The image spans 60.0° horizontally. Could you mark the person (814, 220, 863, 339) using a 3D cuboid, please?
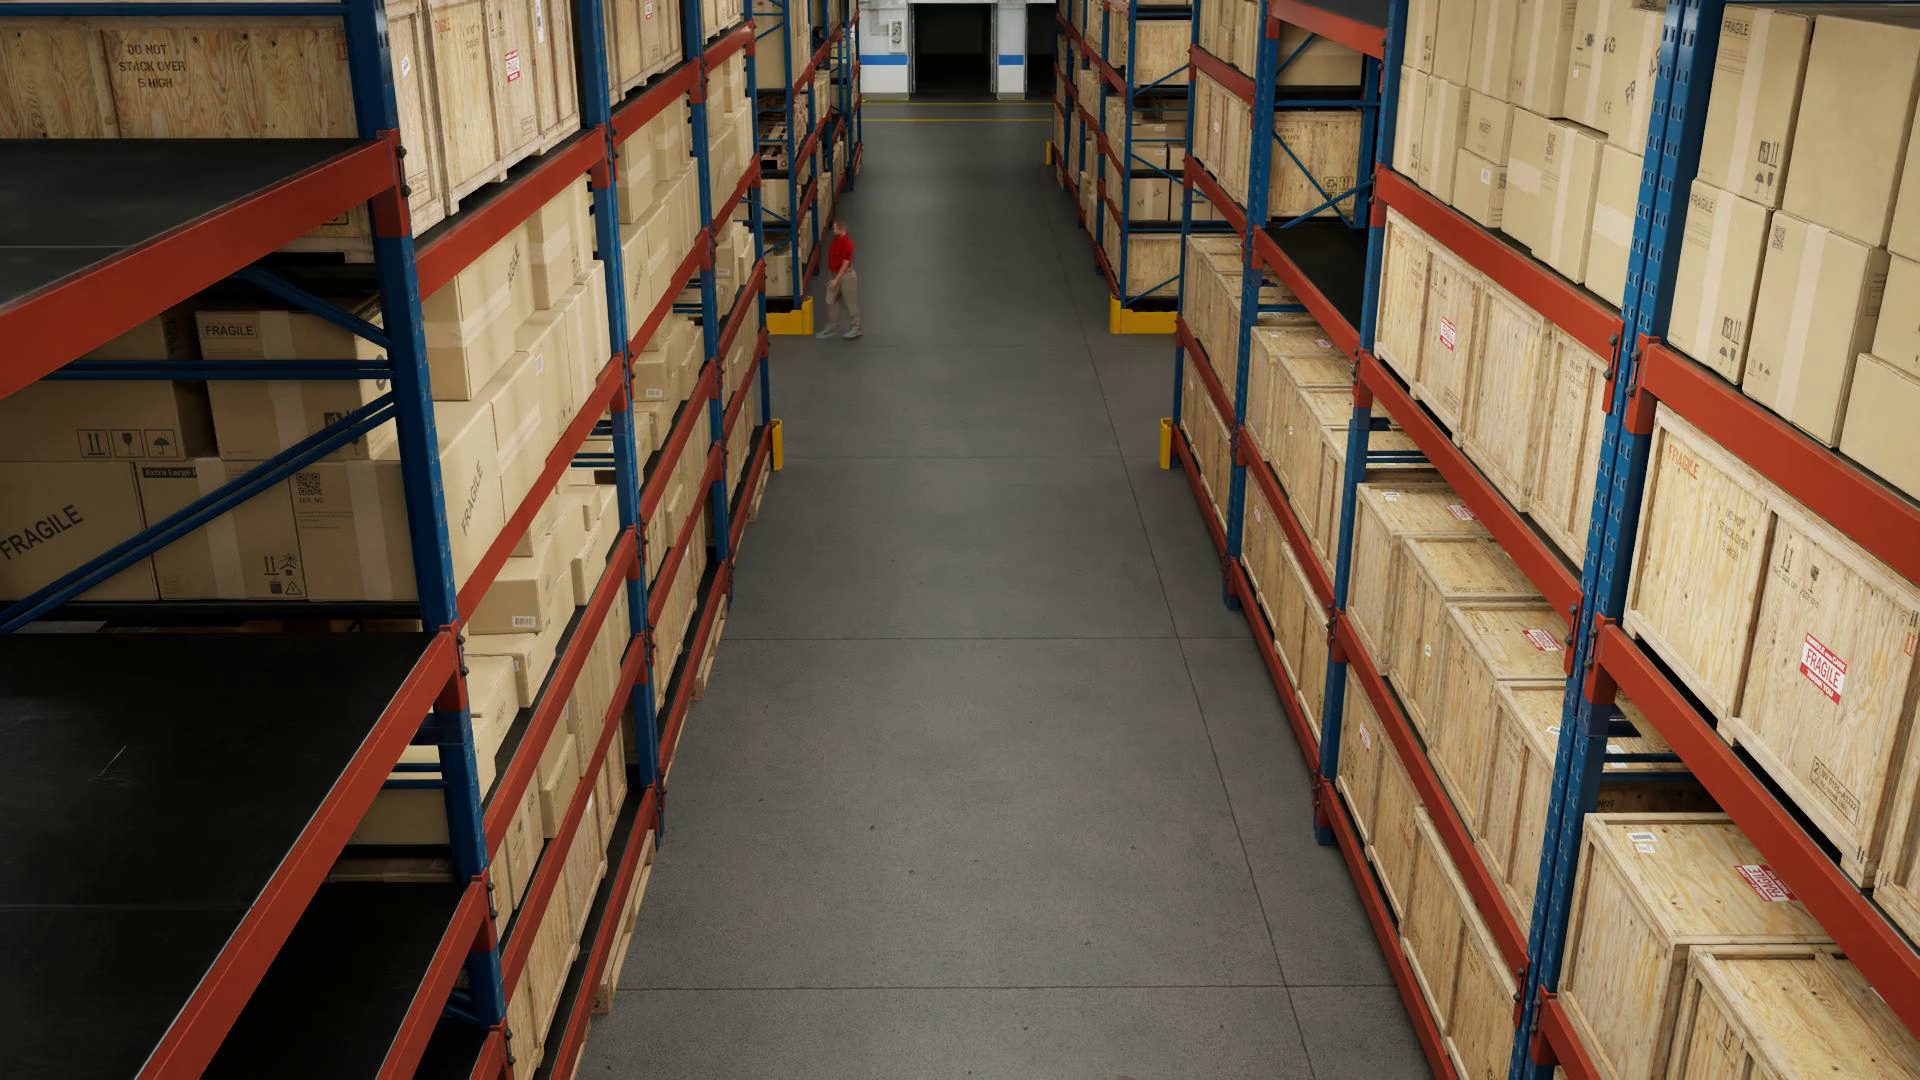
[{"bbox_3d":[-1.765,-3.776,24.119,0.674,1.727,0.565,-15,26,-33],"label":"person"}]
